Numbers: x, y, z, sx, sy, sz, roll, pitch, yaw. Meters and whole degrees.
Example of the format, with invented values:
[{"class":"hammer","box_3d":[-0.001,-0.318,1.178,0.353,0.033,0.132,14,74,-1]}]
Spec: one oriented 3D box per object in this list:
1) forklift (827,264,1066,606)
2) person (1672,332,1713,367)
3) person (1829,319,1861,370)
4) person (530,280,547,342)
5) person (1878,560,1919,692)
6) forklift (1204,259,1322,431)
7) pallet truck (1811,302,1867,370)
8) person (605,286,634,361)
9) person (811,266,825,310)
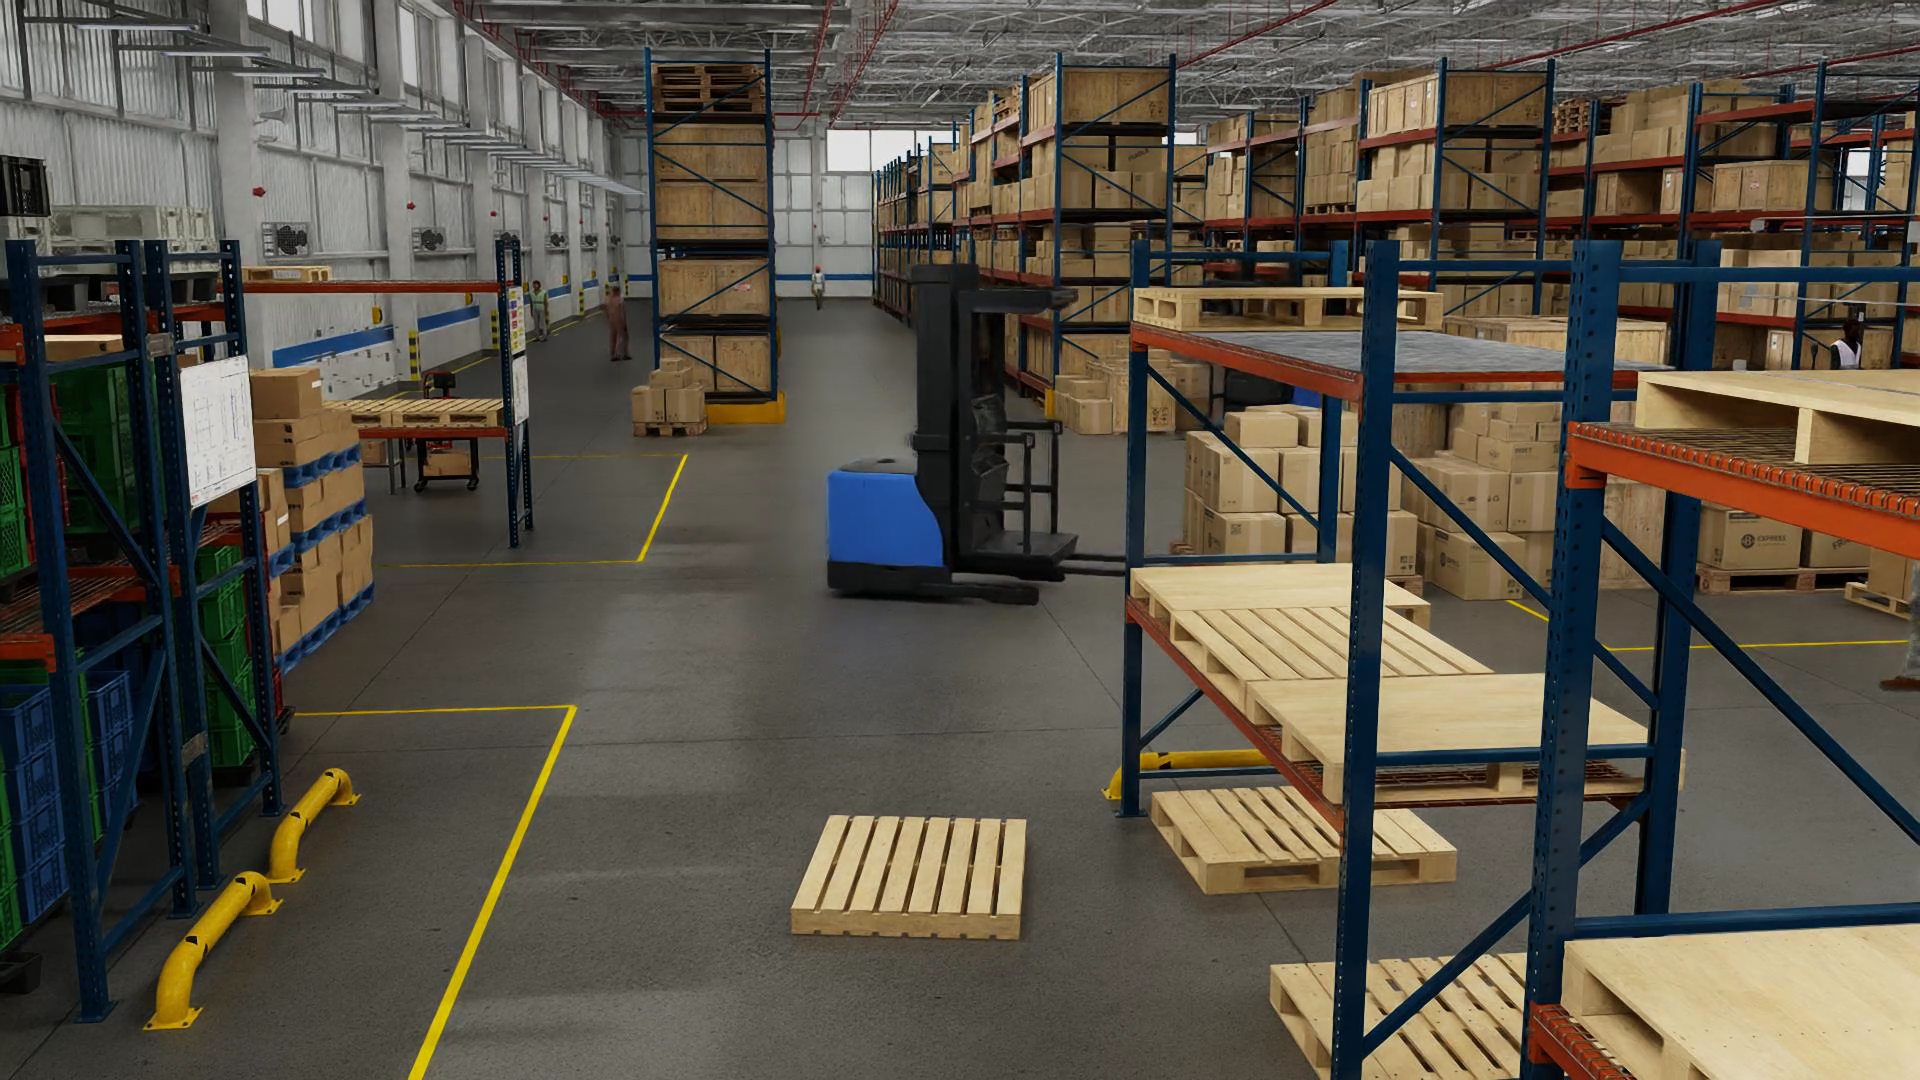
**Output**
[{"class":"forklift","box_3d":[-0.120,-0.952,14.209,1.873,2.768,1.129,3,11,16]},{"class":"person","box_3d":[11.529,-2.666,26.226,0.427,1.981,0.630,-8,13,-37]},{"class":"person","box_3d":[12.590,-2.187,23.714,0.587,1.920,0.392,-6,12,-30]},{"class":"person","box_3d":[-12.588,-6.843,49.758,0.560,1.837,0.388,3,11,15]},{"class":"person","box_3d":[6.665,0.102,11.039,0.800,1.920,0.628,0,10,2]},{"class":"forklift","box_3d":[4.734,-2.994,25.524,1.129,2.768,1.873,8,13,38]},{"class":"pallet truck","box_3d":[15.846,-3.142,28.793,1.885,1.965,0.823,2,10,12]},{"class":"person","box_3d":[-8.563,-5.459,41.927,0.681,1.880,0.757,6,12,30]},{"class":"person","box_3d":[-6.193,-10.940,72.268,0.569,1.896,0.930,-3,11,-15]}]
